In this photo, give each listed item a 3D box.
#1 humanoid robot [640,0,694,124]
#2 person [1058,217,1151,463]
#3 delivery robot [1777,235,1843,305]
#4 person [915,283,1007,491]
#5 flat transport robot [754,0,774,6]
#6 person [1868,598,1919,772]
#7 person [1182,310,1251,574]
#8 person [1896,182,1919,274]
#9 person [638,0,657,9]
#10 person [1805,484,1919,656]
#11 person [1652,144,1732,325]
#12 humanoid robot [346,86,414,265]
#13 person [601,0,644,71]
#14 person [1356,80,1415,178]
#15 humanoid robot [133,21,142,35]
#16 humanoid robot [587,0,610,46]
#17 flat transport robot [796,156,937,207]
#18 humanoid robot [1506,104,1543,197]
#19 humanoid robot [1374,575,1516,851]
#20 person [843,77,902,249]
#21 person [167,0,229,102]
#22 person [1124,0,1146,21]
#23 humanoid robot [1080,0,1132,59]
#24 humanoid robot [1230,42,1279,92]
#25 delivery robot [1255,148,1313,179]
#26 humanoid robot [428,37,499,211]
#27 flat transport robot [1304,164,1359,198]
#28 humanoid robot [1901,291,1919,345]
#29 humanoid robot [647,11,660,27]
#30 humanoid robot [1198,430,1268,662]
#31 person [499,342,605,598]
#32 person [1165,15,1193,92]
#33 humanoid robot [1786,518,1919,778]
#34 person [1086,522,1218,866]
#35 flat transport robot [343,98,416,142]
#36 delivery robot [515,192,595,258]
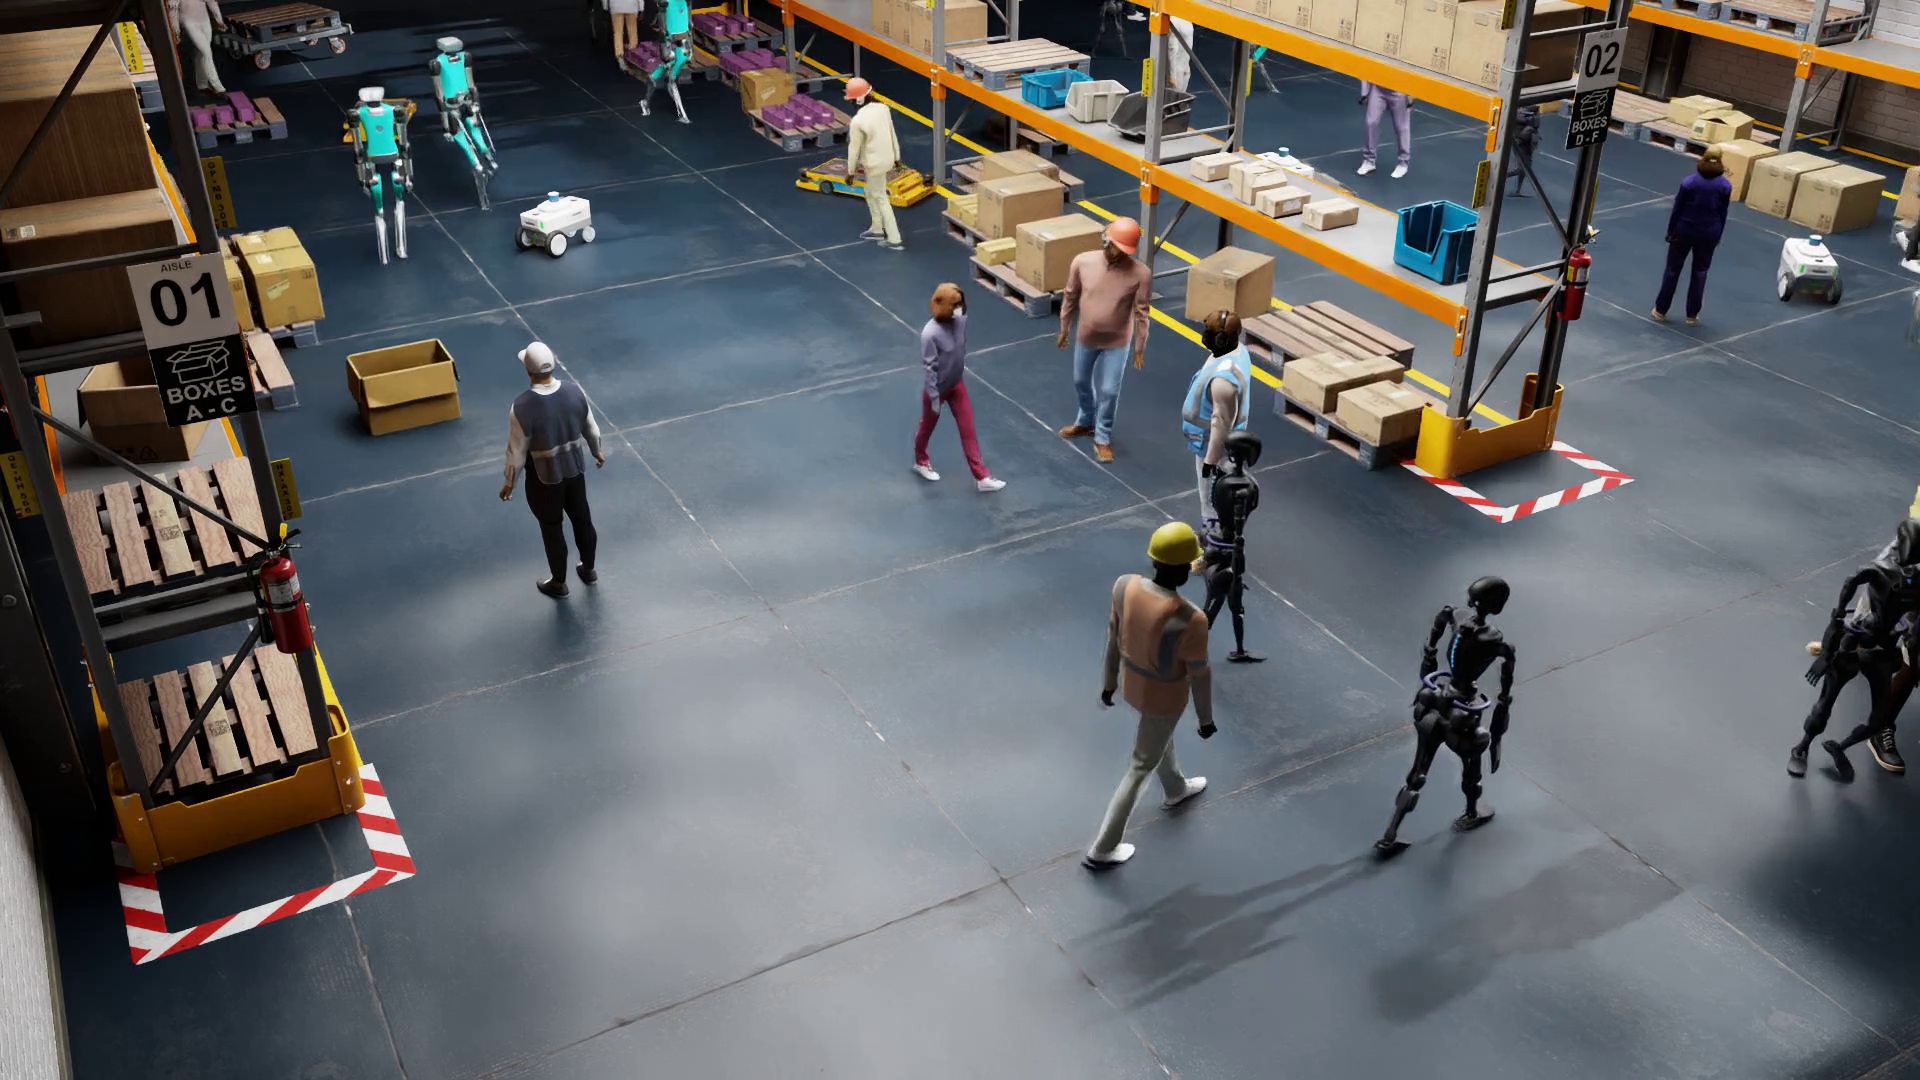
[{"bbox_3d":[-3.682,-6.023,20.450,0.909,1.800,0.548,22,36,33],"label":"humanoid robot"},{"bbox_3d":[1.076,-1.531,12.399,0.693,1.943,0.635,9,31,15],"label":"person"},{"bbox_3d":[7.940,-2.559,15.562,0.499,0.580,0.766,6,30,10],"label":"delivery robot"},{"bbox_3d":[-0.049,-1.075,11.946,0.850,1.585,0.516,24,38,35],"label":"person"},{"bbox_3d":[-3.228,-8.805,26.737,1.431,0.231,0.659,16,34,26],"label":"flat transport robot"},{"bbox_3d":[5.423,0.399,9.023,0.603,1.958,0.370,-1,30,-1],"label":"person"},{"bbox_3d":[1.666,-0.649,10.962,0.429,1.843,0.632,6,30,10],"label":"person"},{"bbox_3d":[9.345,-3.462,15.857,0.570,1.842,0.455,-12,32,-20],"label":"person"},{"bbox_3d":[-4.907,-9.196,25.859,0.625,1.833,0.430,-9,31,-15],"label":"person"},{"bbox_3d":[5.799,-0.025,9.874,0.946,1.848,0.490,4,30,6],"label":"person"},{"bbox_3d":[6.530,-2.718,14.787,0.461,1.617,0.367,8,31,14],"label":"person"},{"bbox_3d":[-5.573,-3.525,16.116,0.534,1.836,0.723,-12,32,-20],"label":"humanoid robot"},{"bbox_3d":[-4.547,-7.203,22.468,0.583,1.735,0.582,-5,30,-8],"label":"person"},{"bbox_3d":[4.777,-4.971,18.461,0.690,1.868,0.452,21,36,32],"label":"person"},{"bbox_3d":[-11.255,-7.120,22.431,0.627,1.638,0.629,-18,34,-28],"label":"humanoid robot"},{"bbox_3d":[-5.208,-7.942,23.820,0.613,1.640,0.371,-5,30,-9],"label":"humanoid robot"},{"bbox_3d":[-1.028,-3.937,18.264,1.431,0.231,0.659,16,33,25],"label":"flat transport robot"},{"bbox_3d":[6.008,-4.468,17.783,0.476,1.646,0.600,3,30,5],"label":"humanoid robot"},{"bbox_3d":[2.522,0.886,8.521,0.787,1.638,0.604,-18,35,-29],"label":"humanoid robot"},{"bbox_3d":[-0.861,-3.714,16.432,0.644,1.698,0.585,15,33,25],"label":"person"},{"bbox_3d":[-9.623,-6.565,21.186,0.876,1.909,0.649,12,32,19],"label":"person"},{"bbox_3d":[2.692,-8.865,25.258,0.337,1.847,0.512,0,30,0],"label":"person"},{"bbox_3d":[2.062,-7.504,23.082,0.754,1.628,0.596,10,31,16],"label":"humanoid robot"},{"bbox_3d":[3.892,-6.723,21.663,0.952,1.764,0.560,21,36,31],"label":"humanoid robot"},{"bbox_3d":[3.464,-3.937,17.976,0.499,0.595,0.792,-17,34,-27],"label":"delivery robot"},{"bbox_3d":[-5.097,-4.343,17.580,0.789,1.844,0.530,18,35,29],"label":"humanoid robot"},{"bbox_3d":[3.708,-3.821,18.060,0.659,0.231,1.431,-9,31,-15],"label":"flat transport robot"},{"bbox_3d":[8.483,-2.402,14.194,0.540,1.852,0.787,2,30,4],"label":"humanoid robot"},{"bbox_3d":[-4.512,-8.636,24.958,0.806,1.764,0.591,-20,36,-31],"label":"humanoid robot"},{"bbox_3d":[1.537,0.082,9.904,0.755,1.633,0.589,-1,30,-1],"label":"humanoid robot"},{"bbox_3d":[-2.598,-0.448,10.692,0.427,1.758,0.750,26,39,38],"label":"person"},{"bbox_3d":[2.537,-5.484,19.328,0.363,1.894,0.558,13,32,21],"label":"person"},{"bbox_3d":[4.896,0.585,8.976,0.586,1.638,0.363,-1,30,-2],"label":"humanoid robot"},{"bbox_3d":[0.996,0.762,8.470,0.994,1.877,0.606,-23,37,-34],"label":"person"},{"bbox_3d":[-7.107,-5.157,20.386,0.659,0.231,1.431,-4,30,-7],"label":"flat transport robot"},{"bbox_3d":[-4.047,-3.180,16.653,0.499,0.589,0.782,19,35,29],"label":"delivery robot"}]
